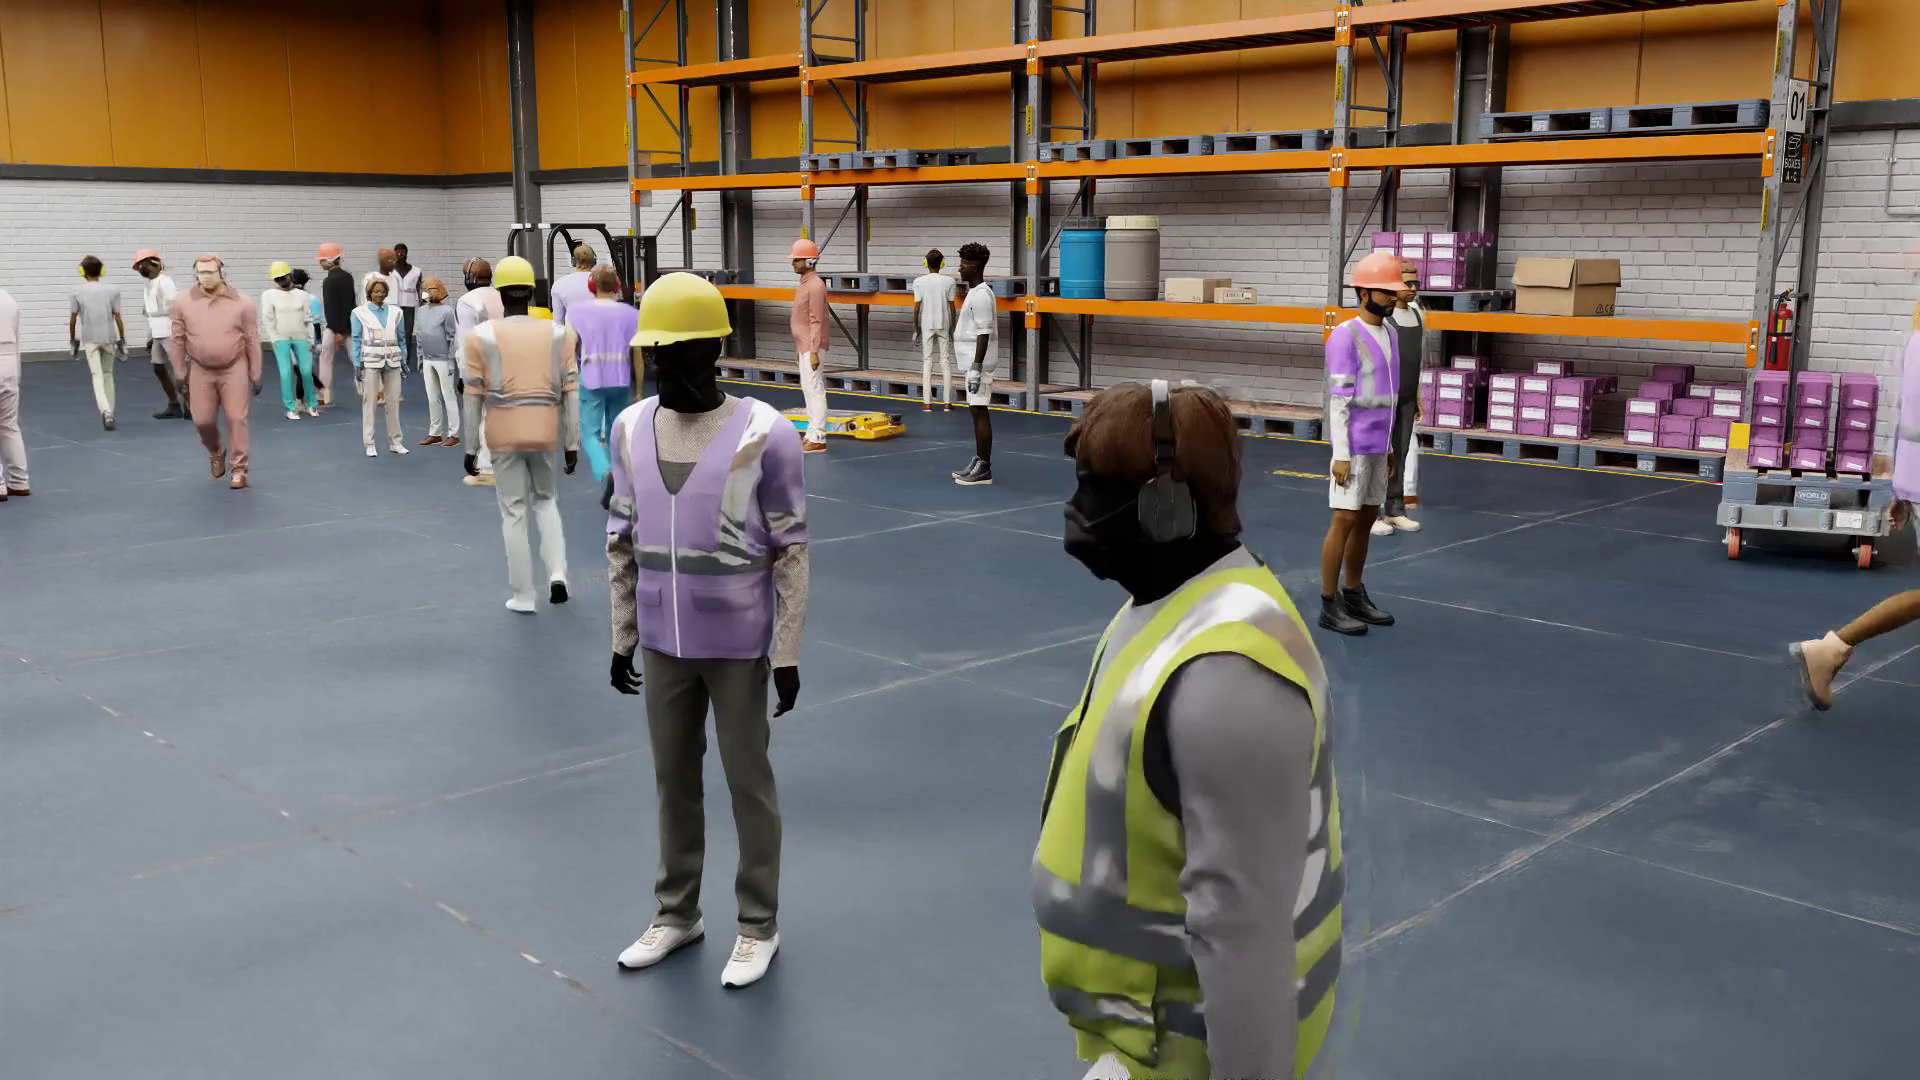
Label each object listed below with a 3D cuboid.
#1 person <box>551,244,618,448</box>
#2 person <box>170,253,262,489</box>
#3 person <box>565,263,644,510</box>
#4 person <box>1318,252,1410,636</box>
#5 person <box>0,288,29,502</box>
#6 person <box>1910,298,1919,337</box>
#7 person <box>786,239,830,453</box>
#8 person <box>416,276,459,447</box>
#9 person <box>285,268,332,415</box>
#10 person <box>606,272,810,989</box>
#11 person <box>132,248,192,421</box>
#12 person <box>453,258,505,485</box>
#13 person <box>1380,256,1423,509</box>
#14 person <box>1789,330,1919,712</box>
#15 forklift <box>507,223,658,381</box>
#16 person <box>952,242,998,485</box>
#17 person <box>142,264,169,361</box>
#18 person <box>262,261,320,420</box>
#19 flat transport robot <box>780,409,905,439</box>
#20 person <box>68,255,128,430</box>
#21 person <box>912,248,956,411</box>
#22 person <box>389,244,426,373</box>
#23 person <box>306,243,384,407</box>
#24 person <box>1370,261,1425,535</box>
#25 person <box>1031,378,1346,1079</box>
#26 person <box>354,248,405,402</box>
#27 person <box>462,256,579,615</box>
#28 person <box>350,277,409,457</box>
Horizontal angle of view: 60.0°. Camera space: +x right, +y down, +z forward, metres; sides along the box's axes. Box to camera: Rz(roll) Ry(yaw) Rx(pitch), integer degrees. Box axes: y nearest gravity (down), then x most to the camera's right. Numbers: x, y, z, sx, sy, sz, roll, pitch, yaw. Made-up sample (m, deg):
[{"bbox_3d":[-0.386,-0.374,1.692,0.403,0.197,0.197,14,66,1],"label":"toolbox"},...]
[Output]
[{"bbox_3d":[-3.556,-1.843,15.873,0.630,1.940,0.372,-1,10,-7],"label":"person"},{"bbox_3d":[-5.970,-1.362,13.392,0.682,1.886,0.550,-3,11,-15],"label":"person"},{"bbox_3d":[-2.579,-1.102,12.168,0.598,1.820,0.740,-5,12,-27],"label":"person"},{"bbox_3d":[2.085,-0.489,8.490,0.375,1.935,0.550,9,14,42],"label":"person"},{"bbox_3d":[-7.436,-1.240,12.738,0.407,1.892,0.676,1,10,7],"label":"person"},{"bbox_3d":[7.266,-1.206,12.399,0.377,1.936,0.549,3,11,16],"label":"person"},{"bbox_3d":[-1.414,-1.804,15.544,0.400,1.990,0.616,-3,11,-16],"label":"person"},{"bbox_3d":[-5.027,-1.710,15.979,0.502,1.633,0.280,6,12,29],"label":"person"},{"bbox_3d":[-7.455,-2.276,18.995,0.551,1.658,0.726,4,11,22],"label":"person"},{"bbox_3d":[-0.697,0.253,4.474,0.593,1.925,0.384,4,11,22],"label":"person"},{"bbox_3d":[-8.652,-2.232,18.188,0.774,1.887,0.356,7,13,34],"label":"person"},{"bbox_3d":[-3.880,-1.366,13.539,0.429,1.842,0.633,4,11,22],"label":"person"},{"bbox_3d":[3.158,-1.148,12.262,0.579,1.864,0.600,-2,11,-10],"label":"person"},{"bbox_3d":[3.948,-0.220,6.815,0.854,2.024,0.616,2,11,13],"label":"person"},{"bbox_3d":[-5.316,-3.263,22.920,2.313,2.155,1.214,-10,14,-44],"label":"forklift"},{"bbox_3d":[0.127,-1.435,13.575,0.367,1.966,0.606,-1,10,-3],"label":"person"},{"bbox_3d":[-12.867,-3.696,26.551,0.375,1.731,0.488,-10,14,-43],"label":"person"},{"bbox_3d":[-7.364,-2.191,18.310,0.558,1.745,0.416,-8,13,-37],"label":"person"},{"bbox_3d":[-1.336,-1.194,16.886,1.431,0.197,0.652,5,12,26],"label":"flat transport robot"},{"bbox_3d":[-9.049,-2.073,17.473,0.528,1.832,0.920,-7,13,-35],"label":"person"},{"bbox_3d":[-0.295,-2.412,19.159,0.521,1.873,0.334,-1,10,-3],"label":"person"},{"bbox_3d":[-8.133,-3.378,24.365,0.631,1.886,0.882,-6,12,-29],"label":"person"},{"bbox_3d":[-7.222,-2.514,19.568,1.013,1.946,0.603,2,11,12],"label":"person"},{"bbox_3d":[2.964,-0.960,11.316,0.507,1.846,0.346,-7,13,-34],"label":"person"},{"bbox_3d":[0.272,0.685,2.389,0.518,1.825,0.659,0,10,3],"label":"person"},{"bbox_3d":[-7.073,-2.615,20.294,0.595,1.860,0.624,5,12,26],"label":"person"},{"bbox_3d":[-2.350,-0.546,8.881,0.590,1.915,0.413,-7,12,-33],"label":"person"},{"bbox_3d":[-5.337,-1.591,15.320,0.522,1.637,0.306,-9,14,-41],"label":"person"}]
